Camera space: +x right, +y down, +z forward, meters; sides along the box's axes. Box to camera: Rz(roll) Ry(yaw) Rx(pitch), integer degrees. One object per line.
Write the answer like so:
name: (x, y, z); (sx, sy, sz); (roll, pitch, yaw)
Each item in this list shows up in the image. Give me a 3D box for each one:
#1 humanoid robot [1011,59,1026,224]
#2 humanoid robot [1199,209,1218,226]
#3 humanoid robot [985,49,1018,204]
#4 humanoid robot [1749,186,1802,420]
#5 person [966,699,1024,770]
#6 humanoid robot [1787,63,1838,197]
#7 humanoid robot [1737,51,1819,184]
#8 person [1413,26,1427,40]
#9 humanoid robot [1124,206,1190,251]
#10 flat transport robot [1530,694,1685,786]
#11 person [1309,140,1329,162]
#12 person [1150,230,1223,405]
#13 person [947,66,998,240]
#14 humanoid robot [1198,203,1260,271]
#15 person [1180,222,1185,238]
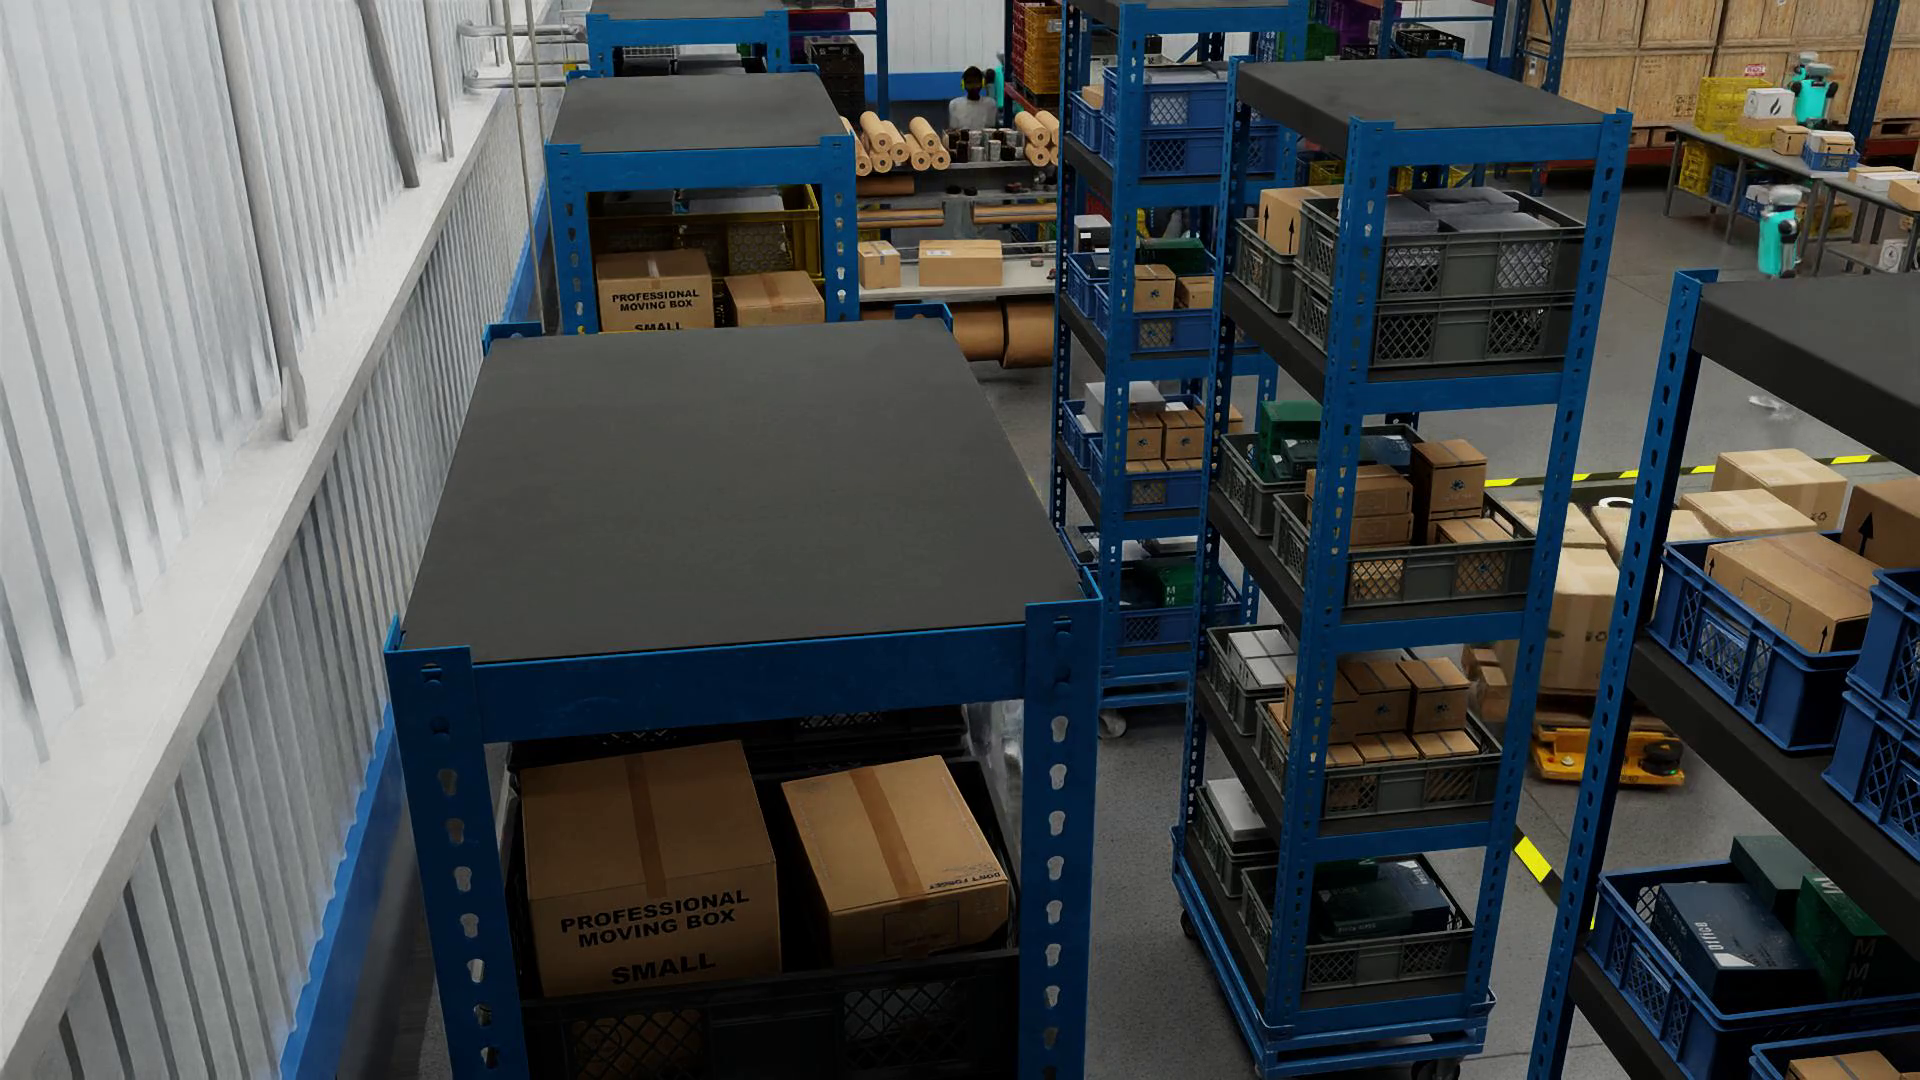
humanoid robot: (0.525, -4.277, 17.882); (0.660, 1.836, 0.542); (1, 25, 2)
humanoid robot: (2.510, -3.747, 16.768); (0.584, 1.644, 0.416); (7, 26, 15)
humanoid robot: (0.626, -4.354, 17.999); (0.598, 1.773, 0.866); (-5, 25, -10)
humanoid robot: (6.193, -1.740, 12.316); (0.786, 1.755, 0.564); (1, 25, 3)
person: (0.147, 0.329, 7.819); (0.499, 1.730, 0.445); (-1, 25, -2)
humanoid robot: (8.829, -3.969, 17.191); (0.554, 1.774, 0.857); (-4, 25, -9)
humanoid robot: (8.895, -4.477, 18.326); (1.010, 1.773, 0.543); (3, 25, 7)
person: (5.212, -5.005, 19.296); (0.624, 1.843, 0.429); (-7, 26, -15)
humanoid robot: (1.582, -2.229, 13.452); (0.616, 1.652, 0.311); (11, 27, 22)
flat transport robot: (3.186, 0.787, 8.555); (0.652, 0.197, 1.431); (2, 25, 5)
person: (4.221, -5.053, 19.313); (0.595, 1.915, 0.379); (-20, 31, -36)
person: (1.475, -1.099, 10.795); (0.587, 1.851, 0.387); (-3, 25, -6)
person: (0.132, -3.780, 16.600); (0.530, 1.868, 0.309); (-4, 25, -8)
humanoid robot: (2.246, -2.341, 13.718); (0.593, 1.639, 0.422); (13, 28, 27)
person: (2.607, -3.811, 16.869); (0.534, 1.704, 0.970); (-10, 26, -20)
